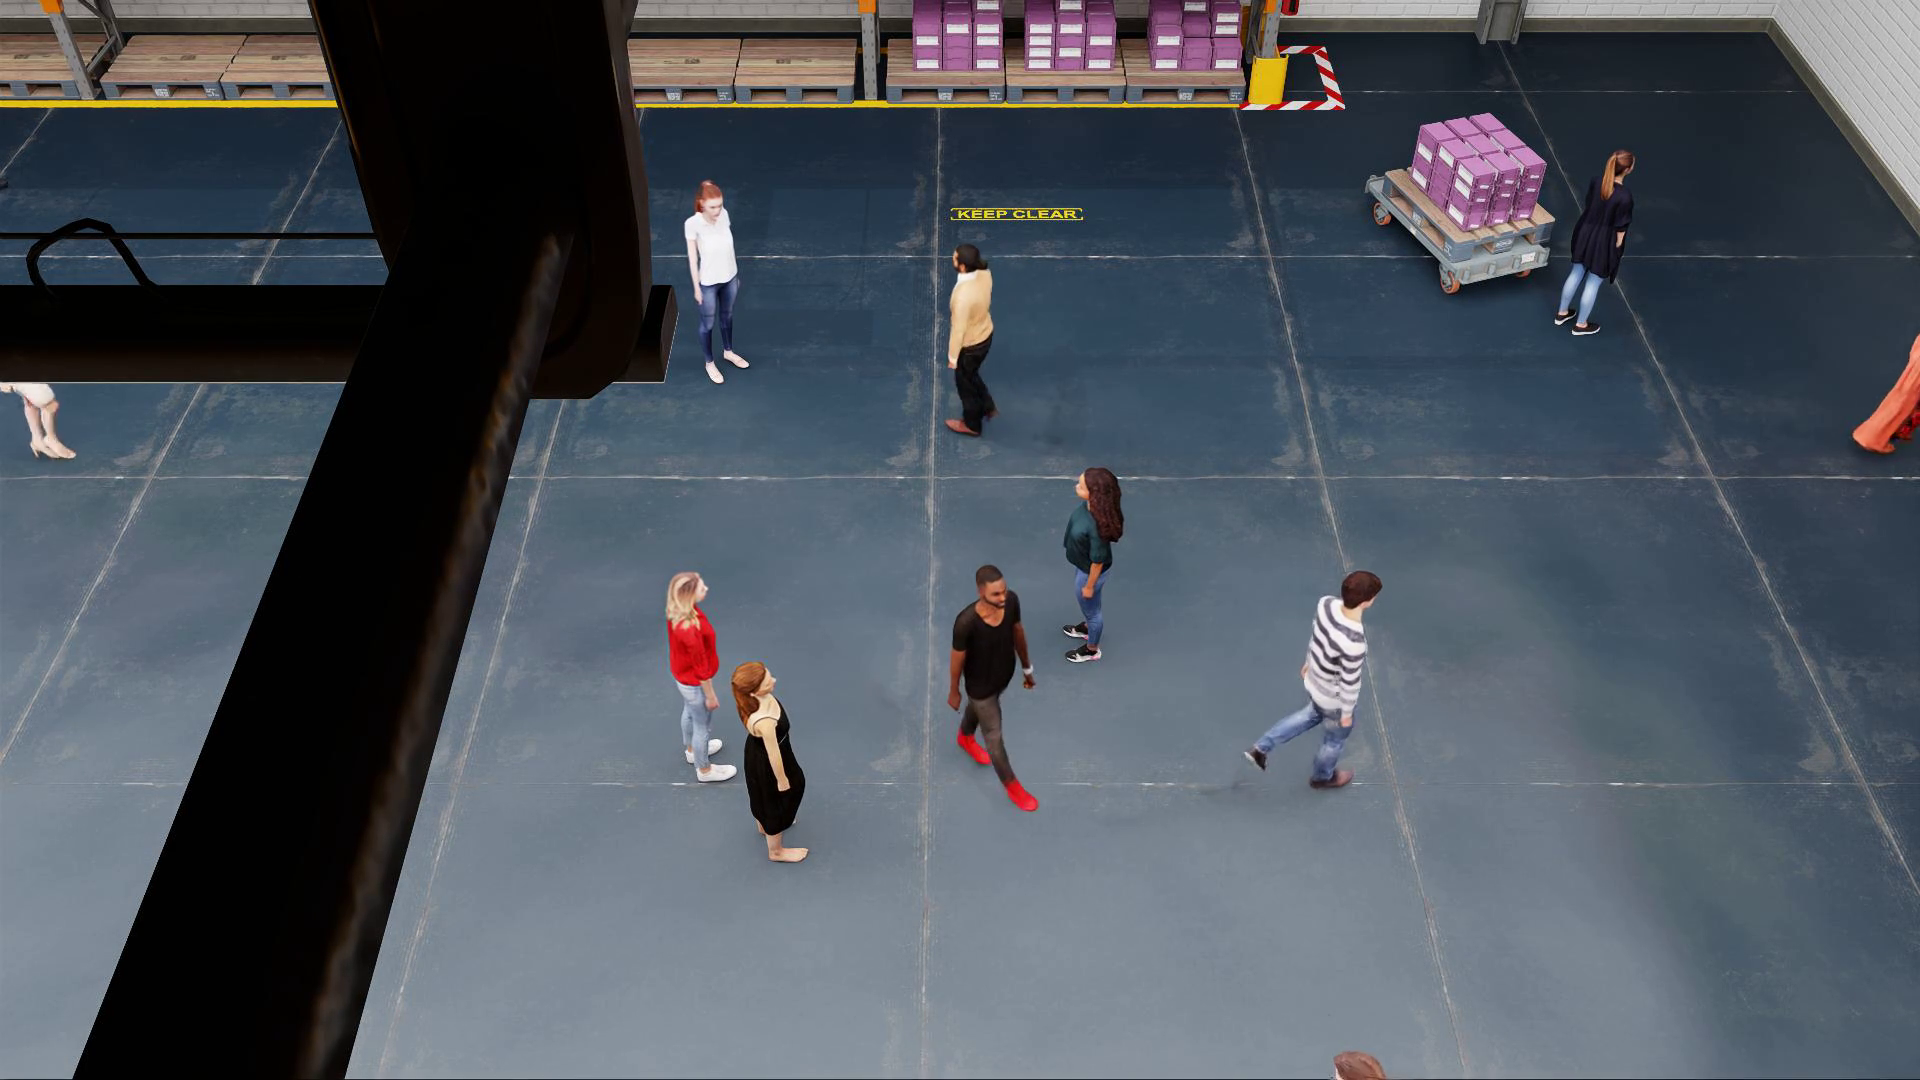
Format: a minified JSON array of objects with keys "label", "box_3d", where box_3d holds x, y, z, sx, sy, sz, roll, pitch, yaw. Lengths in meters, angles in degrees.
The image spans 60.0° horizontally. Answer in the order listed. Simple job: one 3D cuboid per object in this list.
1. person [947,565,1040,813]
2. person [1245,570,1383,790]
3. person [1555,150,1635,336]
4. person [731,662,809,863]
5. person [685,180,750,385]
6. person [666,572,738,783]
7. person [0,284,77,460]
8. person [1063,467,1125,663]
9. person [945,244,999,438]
[{"label":"person","box_3d":[0.107,0.775,10.166,1.103,1.774,1.150,-33,53,-30]},{"label":"person","box_3d":[2.136,0.903,9.993,1.005,1.826,0.789,-9,44,-10]},{"label":"person","box_3d":[5.213,-2.439,13.605,0.718,1.684,0.712,-21,47,-20]},{"label":"person","box_3d":[-1.138,1.281,9.743,0.664,1.625,0.641,-14,45,-14]},{"label":"person","box_3d":[-1.944,-2.068,13.173,0.644,1.742,0.709,-33,52,-29]},{"label":"person","box_3d":[-1.624,0.825,10.165,0.668,1.703,0.691,-19,47,-19]},{"label":"person","box_3d":[-7.076,-1.271,12.354,0.669,1.720,0.621,3,44,3]},{"label":"person","box_3d":[0.866,0.156,10.930,0.587,1.617,0.595,2,44,2]},{"label":"person","box_3d":[0.148,-1.486,12.560,0.769,1.746,0.776,15,46,15]}]
